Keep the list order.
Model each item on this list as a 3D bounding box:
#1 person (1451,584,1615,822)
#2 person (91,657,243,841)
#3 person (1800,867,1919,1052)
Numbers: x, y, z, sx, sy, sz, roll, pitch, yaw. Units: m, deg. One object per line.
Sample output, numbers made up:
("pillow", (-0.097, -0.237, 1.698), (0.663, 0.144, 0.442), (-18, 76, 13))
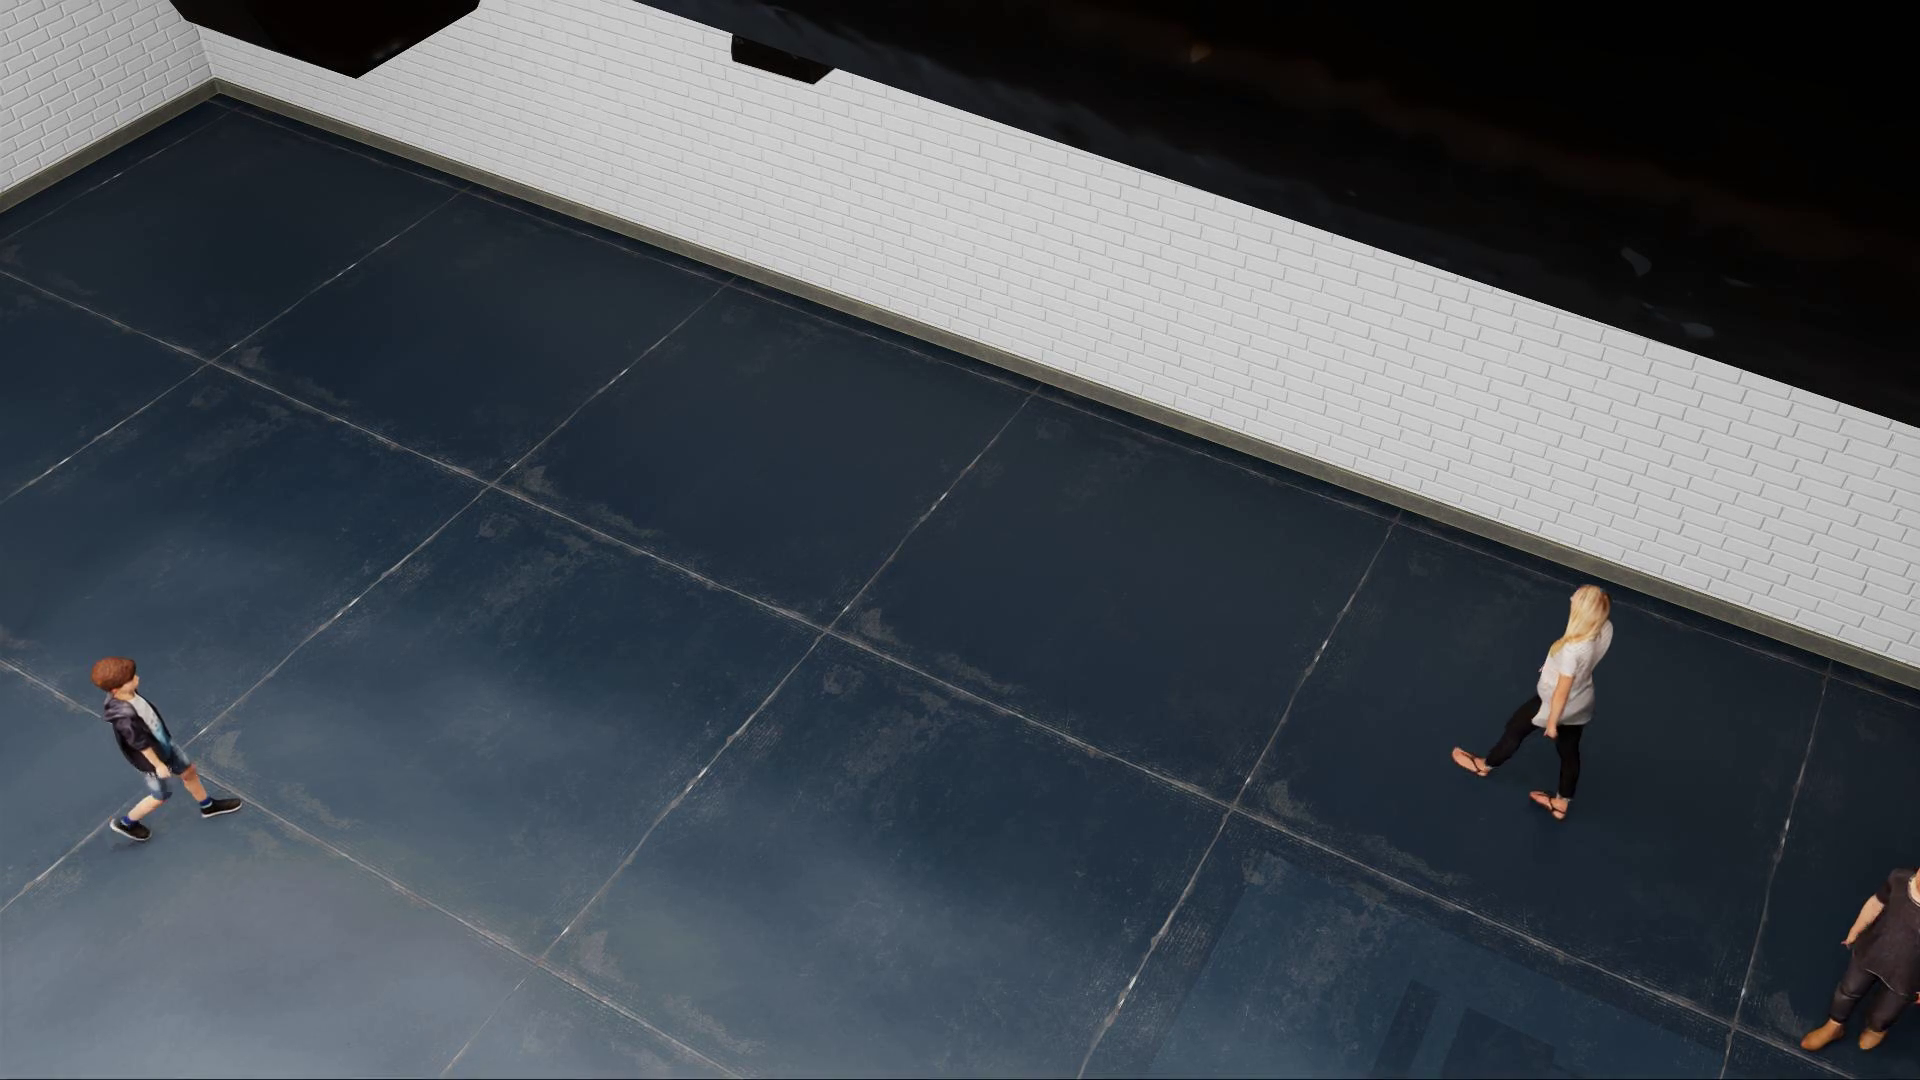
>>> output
("person", (3.596, 0.995, 9.675), (0.995, 1.797, 0.867), (-30, 51, -27))
("person", (-4.768, 1.241, 9.683), (0.981, 1.429, 0.890), (-14, 45, -14))
("person", (4.865, 2.119, 8.562), (0.864, 1.703, 0.802), (-21, 47, -21))
